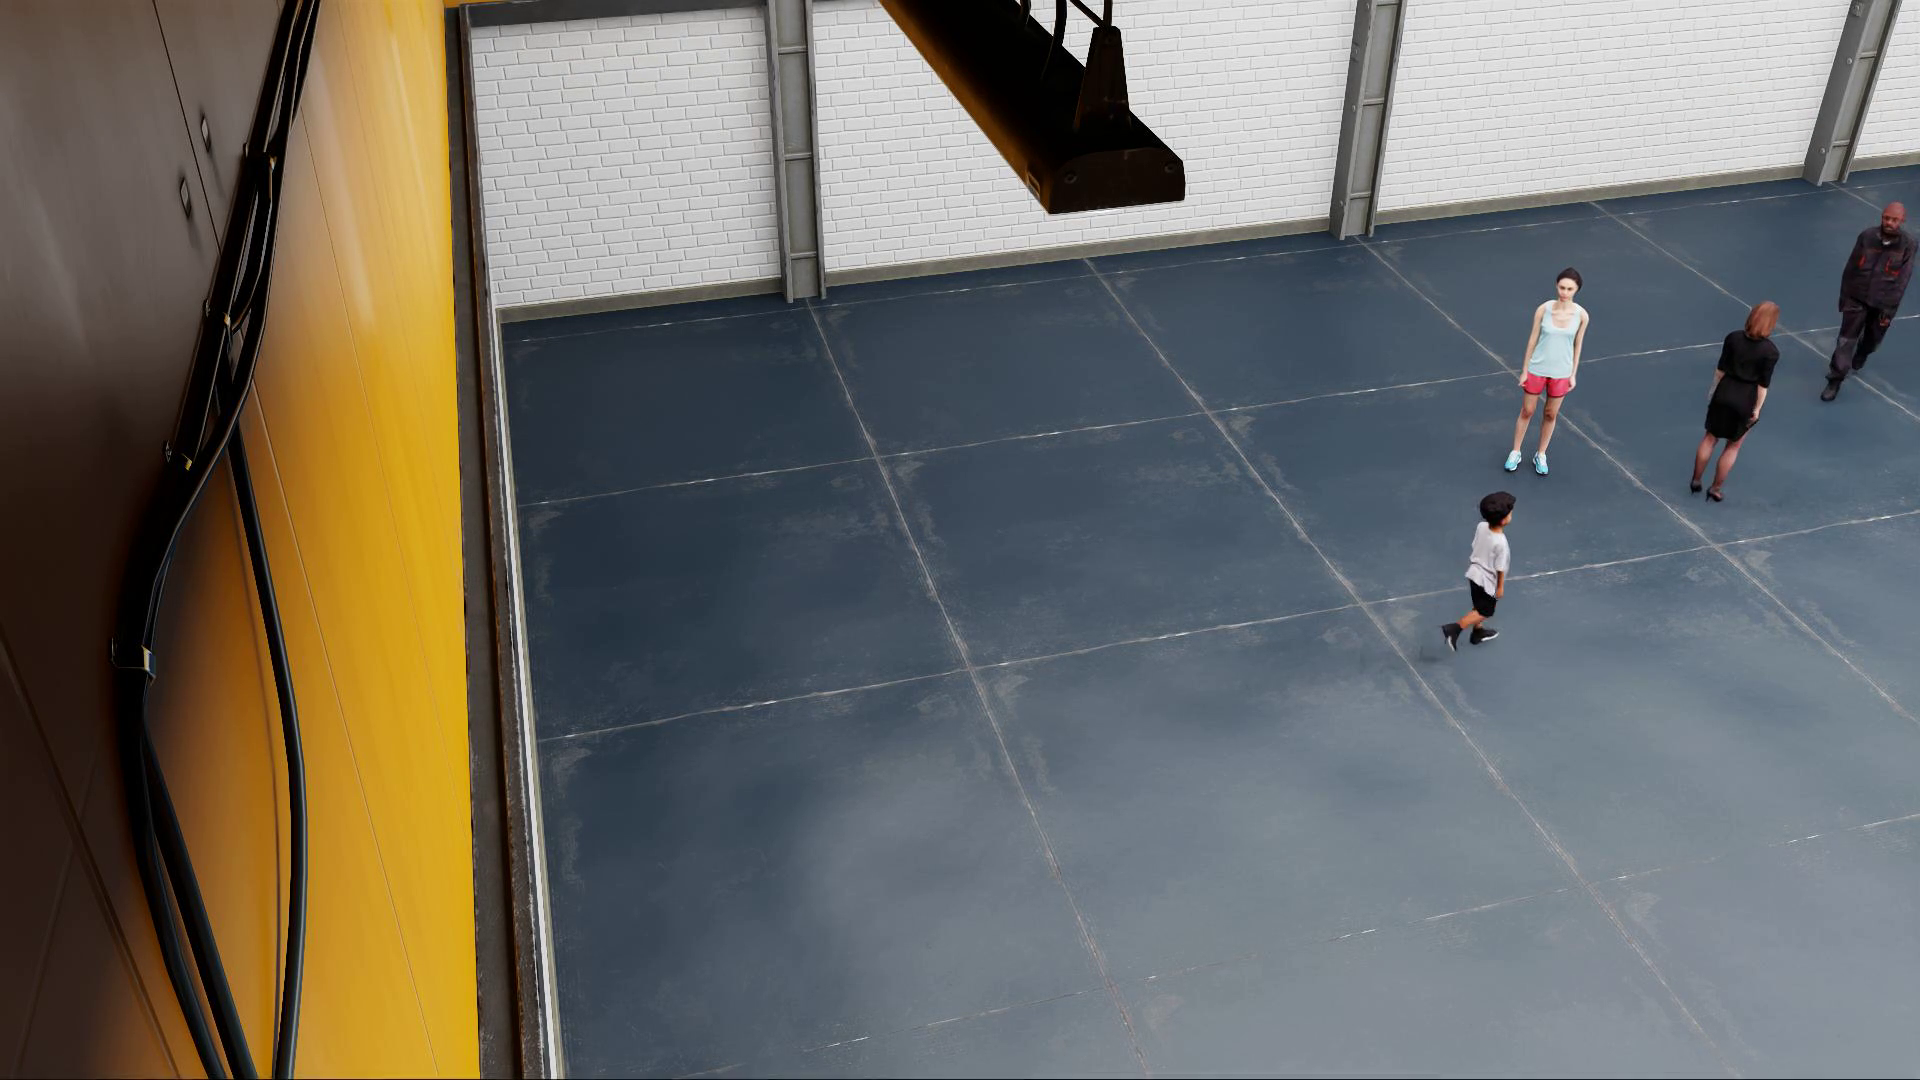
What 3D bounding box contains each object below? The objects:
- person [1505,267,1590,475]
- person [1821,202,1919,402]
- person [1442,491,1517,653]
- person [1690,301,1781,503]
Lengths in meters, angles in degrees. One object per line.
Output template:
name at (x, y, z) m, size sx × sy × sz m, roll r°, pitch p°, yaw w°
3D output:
person at (4.759, -1.355, 13.443) m, size 0.659 × 1.765 × 0.755 m, roll 8°, pitch 35°, yaw 12°
person at (8.016, -2.128, 14.588) m, size 1.108 × 1.785 × 1.185 m, roll 19°, pitch 38°, yaw 26°
person at (3.600, 0.241, 11.505) m, size 0.707 × 1.251 × 0.487 m, roll -9°, pitch 35°, yaw -13°
person at (6.099, -1.077, 13.089) m, size 0.706 × 1.693 × 0.692 m, roll -26°, pitch 41°, yaw -33°
